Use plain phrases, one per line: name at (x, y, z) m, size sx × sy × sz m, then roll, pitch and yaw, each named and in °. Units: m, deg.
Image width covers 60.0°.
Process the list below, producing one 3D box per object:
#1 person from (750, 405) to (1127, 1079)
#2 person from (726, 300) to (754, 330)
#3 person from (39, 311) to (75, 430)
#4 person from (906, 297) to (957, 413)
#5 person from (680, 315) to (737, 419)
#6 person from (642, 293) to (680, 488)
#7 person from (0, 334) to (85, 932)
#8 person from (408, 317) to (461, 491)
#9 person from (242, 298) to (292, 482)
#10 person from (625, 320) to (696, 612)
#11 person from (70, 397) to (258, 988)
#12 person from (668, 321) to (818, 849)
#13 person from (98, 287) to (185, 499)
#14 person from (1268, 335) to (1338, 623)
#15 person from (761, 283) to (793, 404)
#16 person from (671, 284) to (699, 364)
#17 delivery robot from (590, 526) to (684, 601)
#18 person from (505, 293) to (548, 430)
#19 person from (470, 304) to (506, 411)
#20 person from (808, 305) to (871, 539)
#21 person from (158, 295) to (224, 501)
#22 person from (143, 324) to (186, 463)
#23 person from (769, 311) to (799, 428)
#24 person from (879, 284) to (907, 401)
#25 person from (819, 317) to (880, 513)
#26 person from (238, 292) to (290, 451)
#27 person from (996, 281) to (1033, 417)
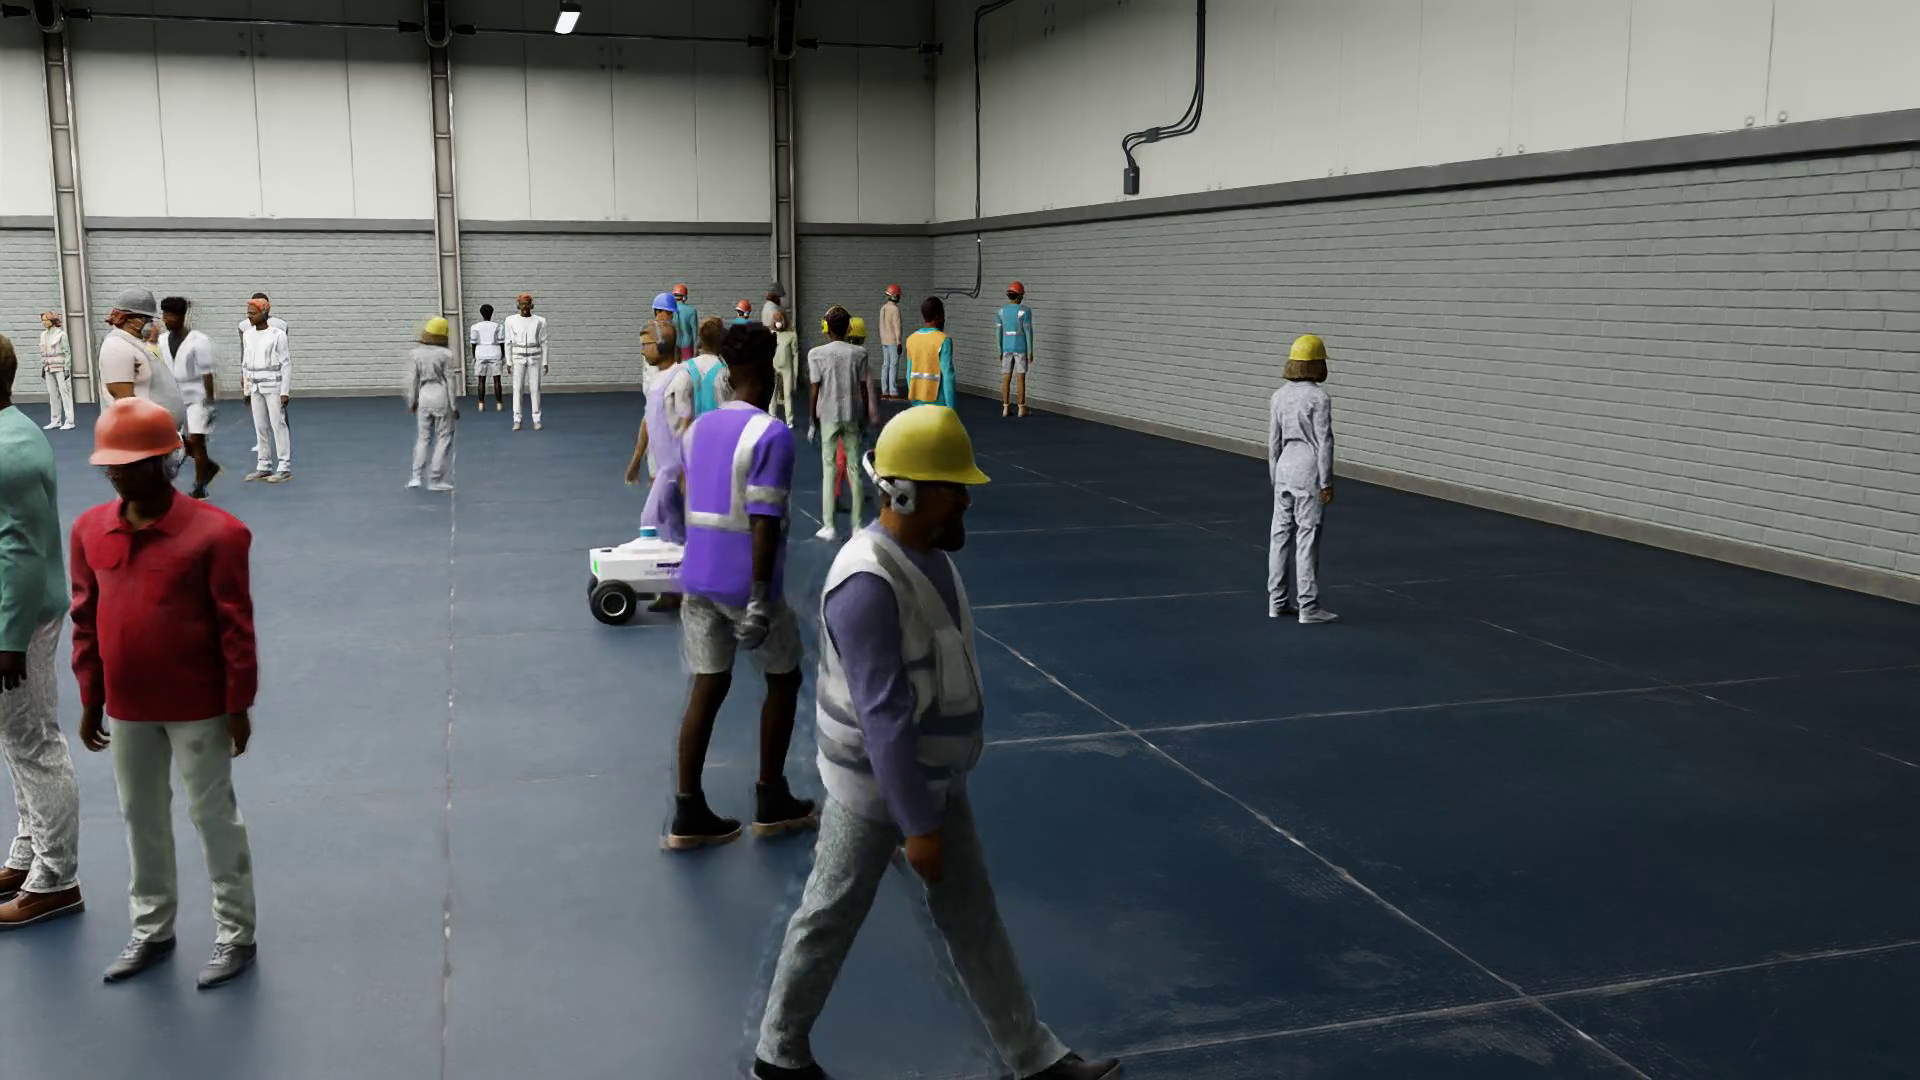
person at (-0.112, 0.567, 4.024) m, size 0.979 × 1.777 × 0.604 m, roll 3°, pitch 9°, yaw 20°
person at (-3.351, -2.846, 25.875) m, size 0.572 × 1.750 × 0.330 m, roll 5°, pitch 10°, yaw 27°
person at (-12.496, -2.336, 22.988) m, size 0.523 × 1.638 × 0.310 m, roll 4°, pitch 10°, yaw 23°
person at (-0.256, -1.244, 15.131) m, size 0.385 × 1.920 × 0.594 m, roll -8°, pitch 12°, yaw -42°
person at (-1.668, -0.588, 11.218) m, size 0.511 × 1.837 × 0.353 m, roll 2°, pitch 9°, yaw 12°
person at (-2.966, -1.486, 16.601) m, size 0.402 × 1.941 × 0.602 m, roll 1°, pitch 9°, yaw 3°
person at (-3.084, 0.275, 5.376) m, size 0.368 × 1.939 × 0.632 m, roll -6°, pitch 11°, yaw -35°
person at (-5.197, -1.324, 16.339) m, size 0.630 × 1.707 × 0.327 m, roll 3°, pitch 9°, yaw 19°
person at (-7.113, -1.528, 17.052) m, size 0.585 × 1.882 × 0.337 m, roll 4°, pitch 10°, yaw 23°
person at (-1.873, -0.455, 10.406) m, size 0.564 × 1.817 × 0.515 m, roll -4°, pitch 10°, yaw -25°
person at (-2.343, 0.451, 4.876) m, size 0.571 × 1.742 × 0.354 m, roll 2°, pitch 9°, yaw 10°
person at (-0.828, 0.161, 6.140) m, size 0.623 × 1.917 × 0.720 m, roll 8°, pitch 12°, yaw 40°
person at (-5.815, -0.794, 11.870) m, size 0.535 × 2.000 × 0.673 m, roll -3°, pitch 9°, yaw -20°
person at (2.092, -0.372, 10.125) m, size 0.304 × 1.745 × 0.483 m, roll -6°, pitch 11°, yaw -33°
person at (-3.038, -3.285, 27.768) m, size 0.533 × 2.000 × 0.709 m, roll -2°, pitch 9°, yaw -14°
person at (-4.627, -3.242, 27.639) m, size 0.617 × 1.994 × 0.381 m, roll 1°, pitch 9°, yaw 6°
delivery robot at (-1.905, 0.160, 10.210) m, size 0.707 × 0.478 × 0.477 m, roll -2°, pitch 9°, yaw -14°
person at (-5.990, -2.460, 23.001) m, size 0.573 × 1.883 × 0.357 m, roll -3°, pitch 9°, yaw -16°
person at (-7.442, -2.874, 26.263) m, size 0.537 × 1.691 × 0.318 m, roll -2°, pitch 9°, yaw -10°
person at (-0.969, -0.936, 13.322) m, size 0.508 × 1.872 × 0.329 m, roll -3°, pitch 9°, yaw -17°
person at (-7.173, -1.324, 15.570) m, size 0.626 × 1.941 × 0.623 m, roll 3°, pitch 10°, yaw 21°
person at (-8.912, -1.616, 18.473) m, size 0.683 × 1.621 × 0.524 m, roll 1°, pitch 9°, yaw 9°
person at (-2.502, -2.369, 23.212) m, size 0.509 × 1.632 × 0.267 m, roll 0°, pitch 9°, yaw -3°
person at (-1.150, -3.386, 28.551) m, size 0.395 × 1.992 × 0.622 m, roll -5°, pitch 10°, yaw -30°
person at (-0.949, -1.128, 14.943) m, size 0.539 × 1.735 × 0.775 m, roll 7°, pitch 12°, yaw 40°
person at (-8.382, -2.021, 20.089) m, size 0.590 × 1.918 × 0.386 m, roll -9°, pitch 12°, yaw -43°
person at (0.844, -2.880, 25.167) m, size 0.605 × 2.045 × 0.378 m, roll 5°, pitch 10°, yaw 30°
